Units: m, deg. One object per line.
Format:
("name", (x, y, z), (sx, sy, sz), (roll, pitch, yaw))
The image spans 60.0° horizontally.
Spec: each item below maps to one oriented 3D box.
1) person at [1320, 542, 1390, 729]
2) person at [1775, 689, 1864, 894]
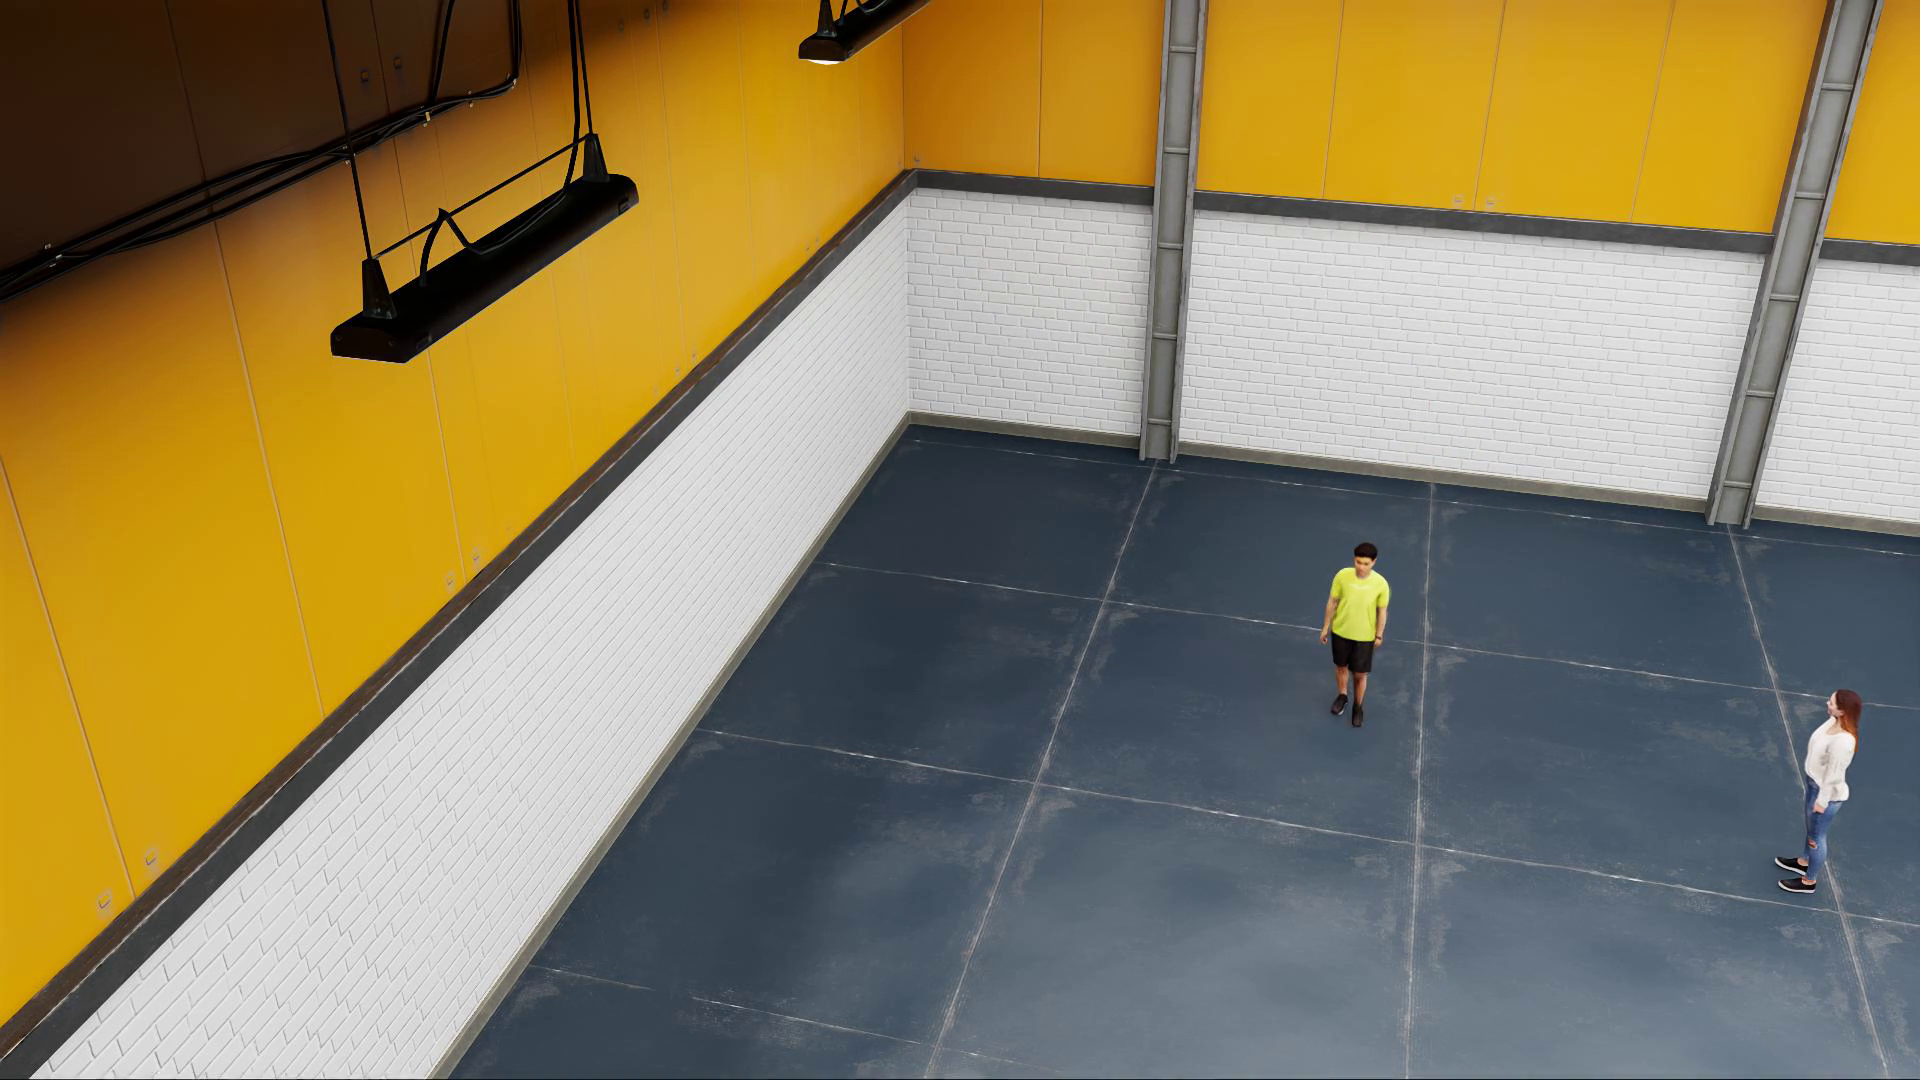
("person", (3.330, 0.712, 13.993), (0.664, 1.691, 0.774), (15, 32, 25))
("person", (6.234, 1.800, 11.997), (0.577, 1.692, 0.645), (11, 30, 19))
